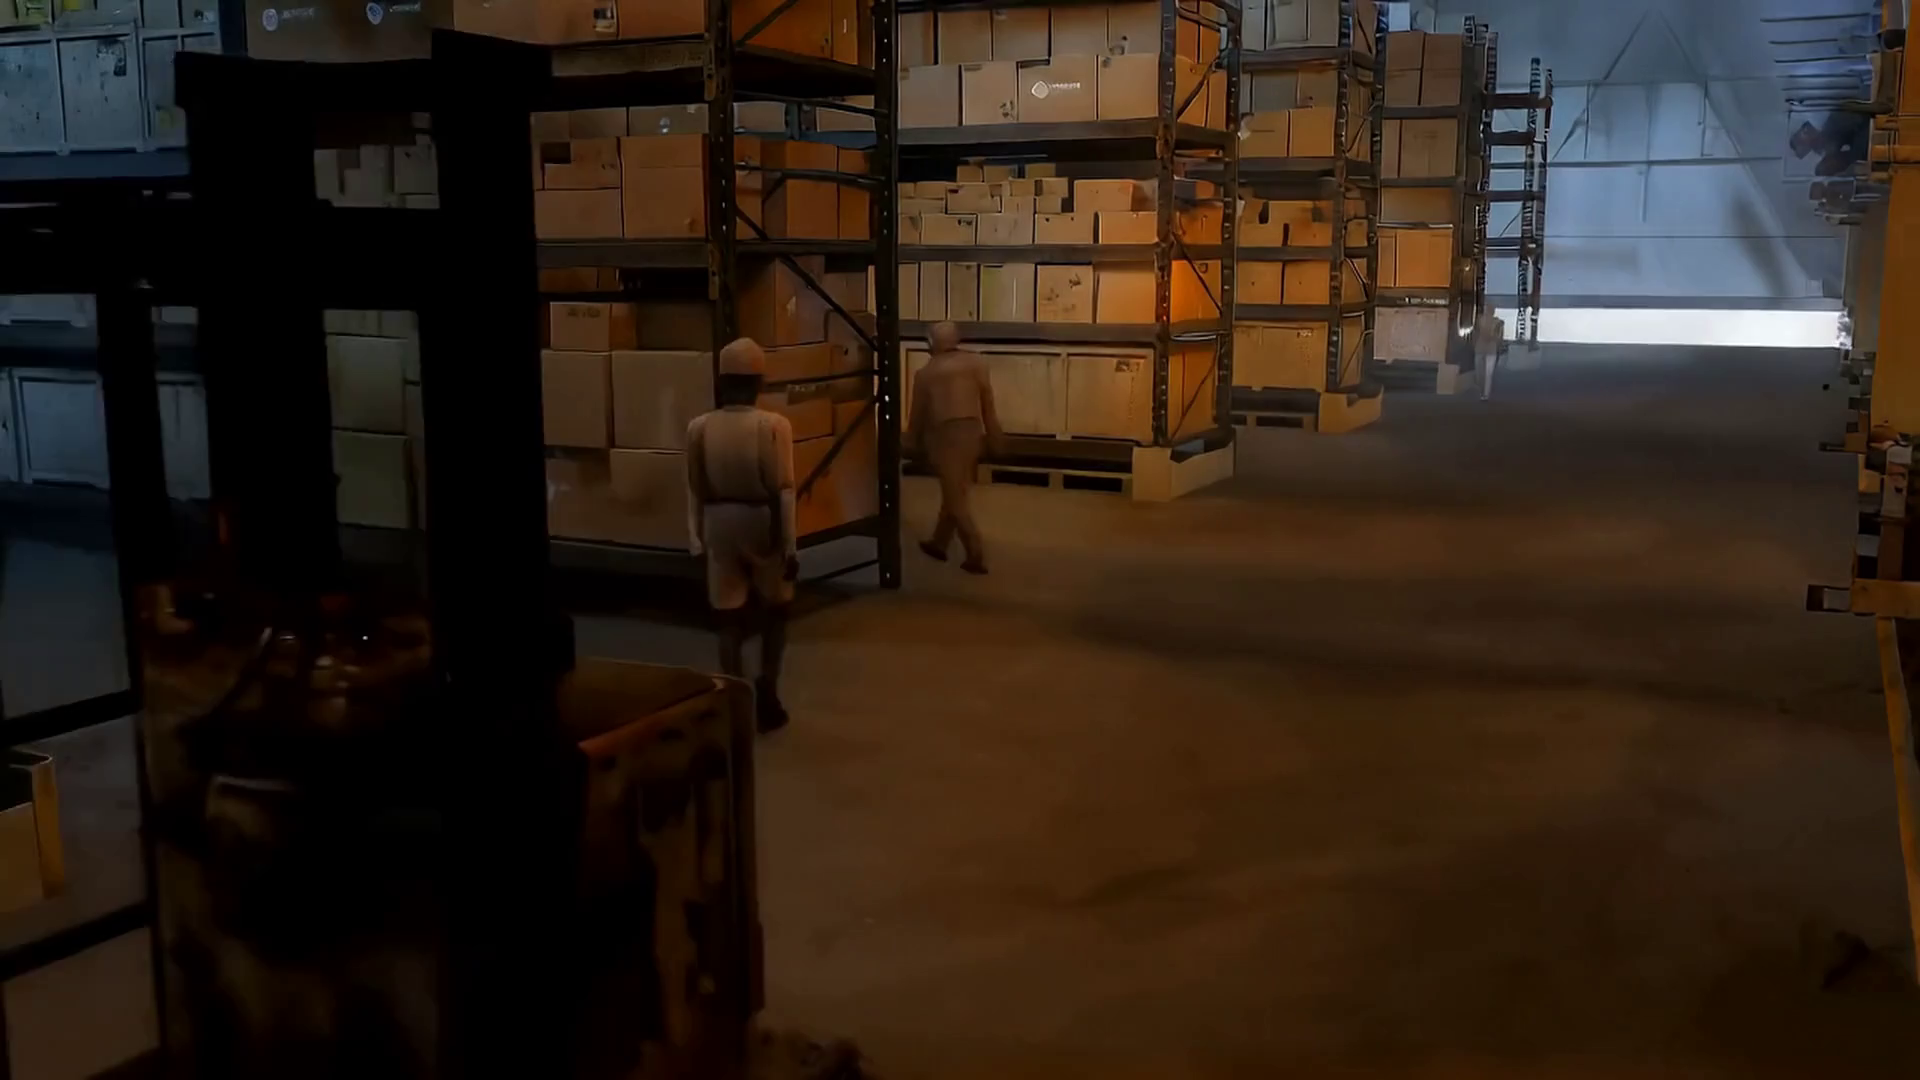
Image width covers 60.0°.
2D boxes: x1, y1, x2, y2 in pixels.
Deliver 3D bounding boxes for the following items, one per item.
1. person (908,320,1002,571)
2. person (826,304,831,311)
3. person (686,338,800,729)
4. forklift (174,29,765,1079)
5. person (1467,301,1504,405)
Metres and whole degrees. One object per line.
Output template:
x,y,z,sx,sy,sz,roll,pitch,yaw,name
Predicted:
-0.061,-0.707,12.361,0.692,1.843,0.999,-7,12,-36,person
-1.168,-1.142,14.620,0.558,1.918,0.559,0,10,-2,person
-1.023,-0.010,8.064,0.569,1.924,0.496,2,10,13,person
-1.448,0.171,4.259,1.129,2.768,1.873,5,11,27,forklift
8.183,-2.921,25.888,0.515,1.592,0.876,5,11,26,person
